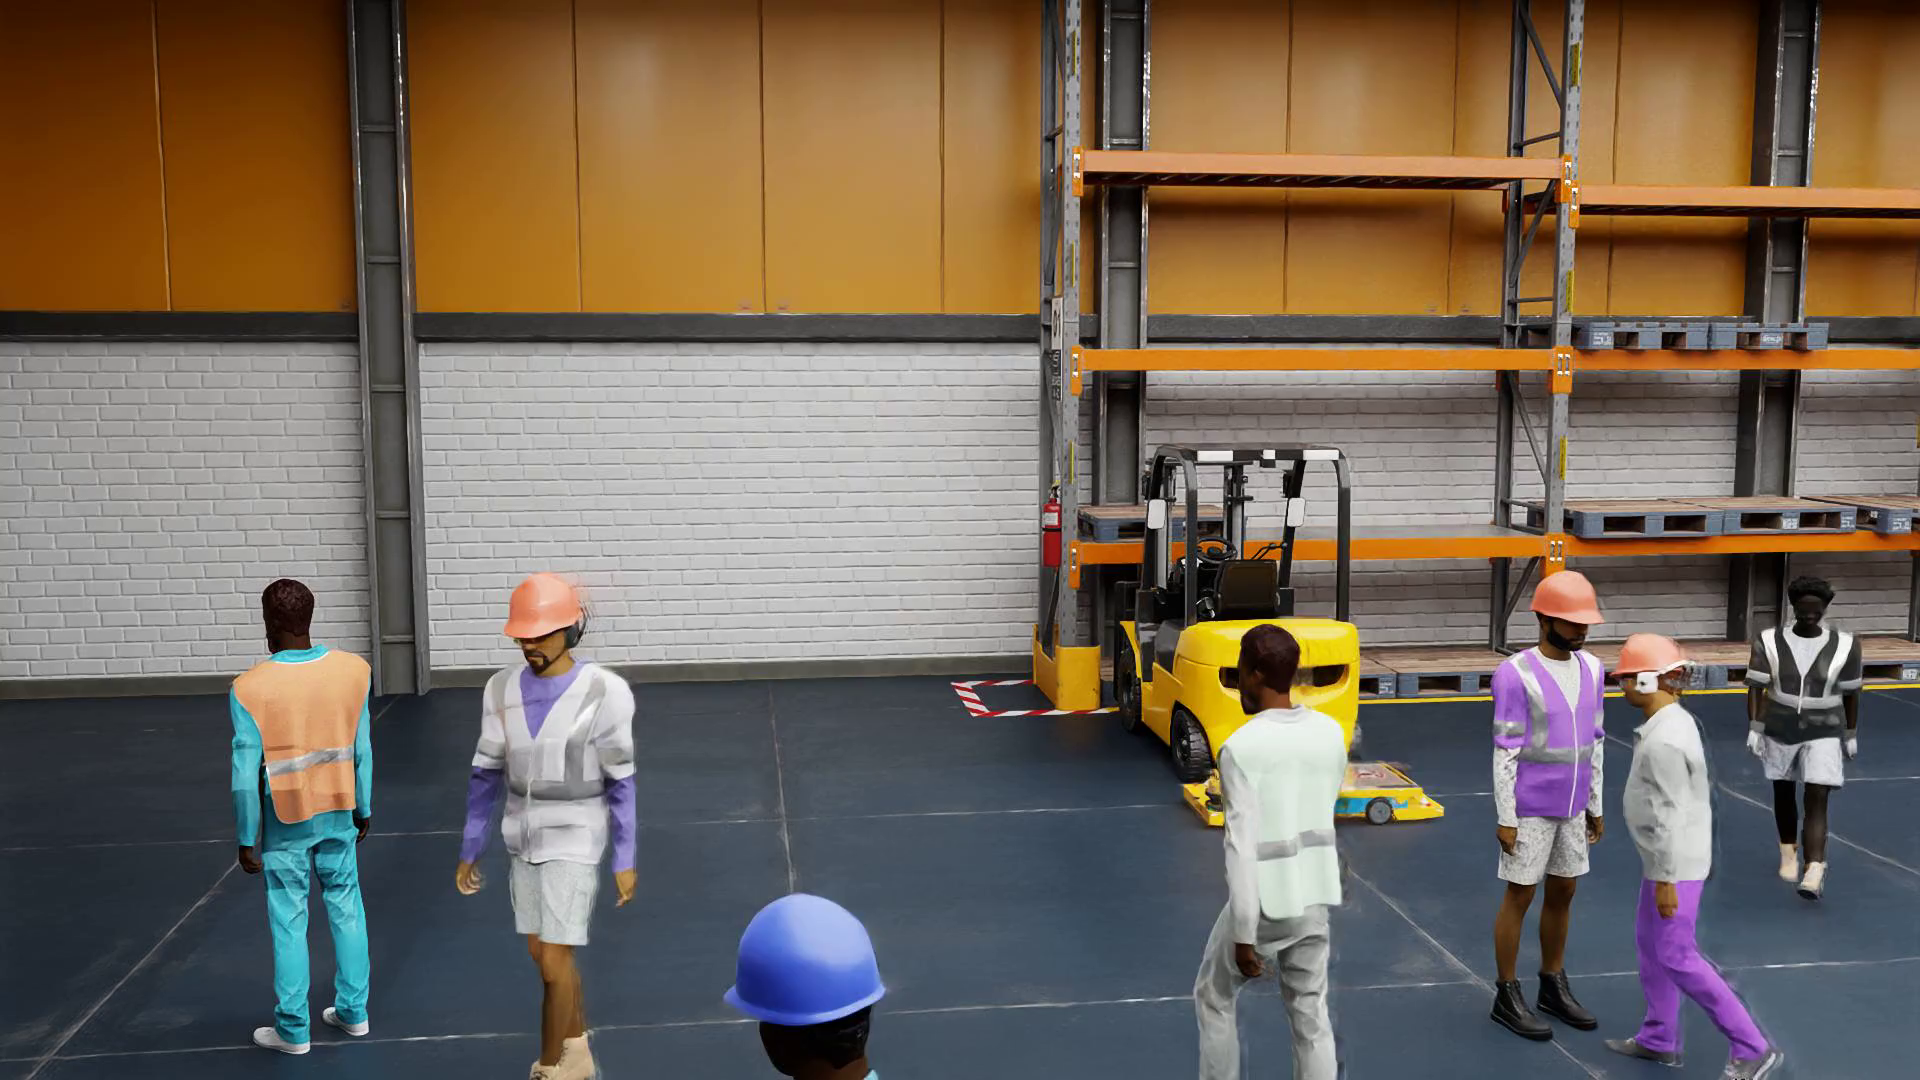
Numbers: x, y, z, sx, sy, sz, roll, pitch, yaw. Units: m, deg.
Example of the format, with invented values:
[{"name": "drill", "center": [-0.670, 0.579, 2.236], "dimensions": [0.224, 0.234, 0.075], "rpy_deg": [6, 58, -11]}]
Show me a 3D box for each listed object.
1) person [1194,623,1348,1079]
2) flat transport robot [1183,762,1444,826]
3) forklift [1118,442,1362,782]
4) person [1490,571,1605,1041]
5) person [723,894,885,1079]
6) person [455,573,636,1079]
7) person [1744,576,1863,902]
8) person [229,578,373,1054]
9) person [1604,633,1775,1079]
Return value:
[{"name": "person", "center": [1.028, 1.237, 5.729], "dimensions": [0.587, 1.869, 0.748], "rpy_deg": [-4, 8, -34]}, {"name": "flat transport robot", "center": [2.130, 1.530, 10.102], "dimensions": [1.431, 0.197, 0.652], "rpy_deg": [-1, 7, -6]}, {"name": "forklift", "center": [1.912, 0.418, 11.496], "dimensions": [1.214, 2.155, 2.313], "rpy_deg": [-1, 7, -8]}, {"name": "person", "center": [2.440, 1.081, 6.842], "dimensions": [0.543, 1.931, 0.387], "rpy_deg": [-3, 7, -24]}, {"name": "person", "center": [-0.205, 1.543, 2.775], "dimensions": [0.618, 1.933, 0.415], "rpy_deg": [-4, 8, -33]}, {"name": "person", "center": [-1.529, 1.122, 6.067], "dimensions": [0.657, 2.024, 0.566], "rpy_deg": [3, 7, 23]}, {"name": "person", "center": [4.290, 1.015, 8.519], "dimensions": [0.544, 1.654, 0.879], "rpy_deg": [4, 8, 32]}, {"name": "person", "center": [-2.633, 1.108, 6.702], "dimensions": [0.397, 1.911, 0.587], "rpy_deg": [5, 8, 40]}, {"name": "person", "center": [2.811, 1.230, 6.451], "dimensions": [0.623, 1.725, 0.587], "rpy_deg": [3, 7, 23]}]
